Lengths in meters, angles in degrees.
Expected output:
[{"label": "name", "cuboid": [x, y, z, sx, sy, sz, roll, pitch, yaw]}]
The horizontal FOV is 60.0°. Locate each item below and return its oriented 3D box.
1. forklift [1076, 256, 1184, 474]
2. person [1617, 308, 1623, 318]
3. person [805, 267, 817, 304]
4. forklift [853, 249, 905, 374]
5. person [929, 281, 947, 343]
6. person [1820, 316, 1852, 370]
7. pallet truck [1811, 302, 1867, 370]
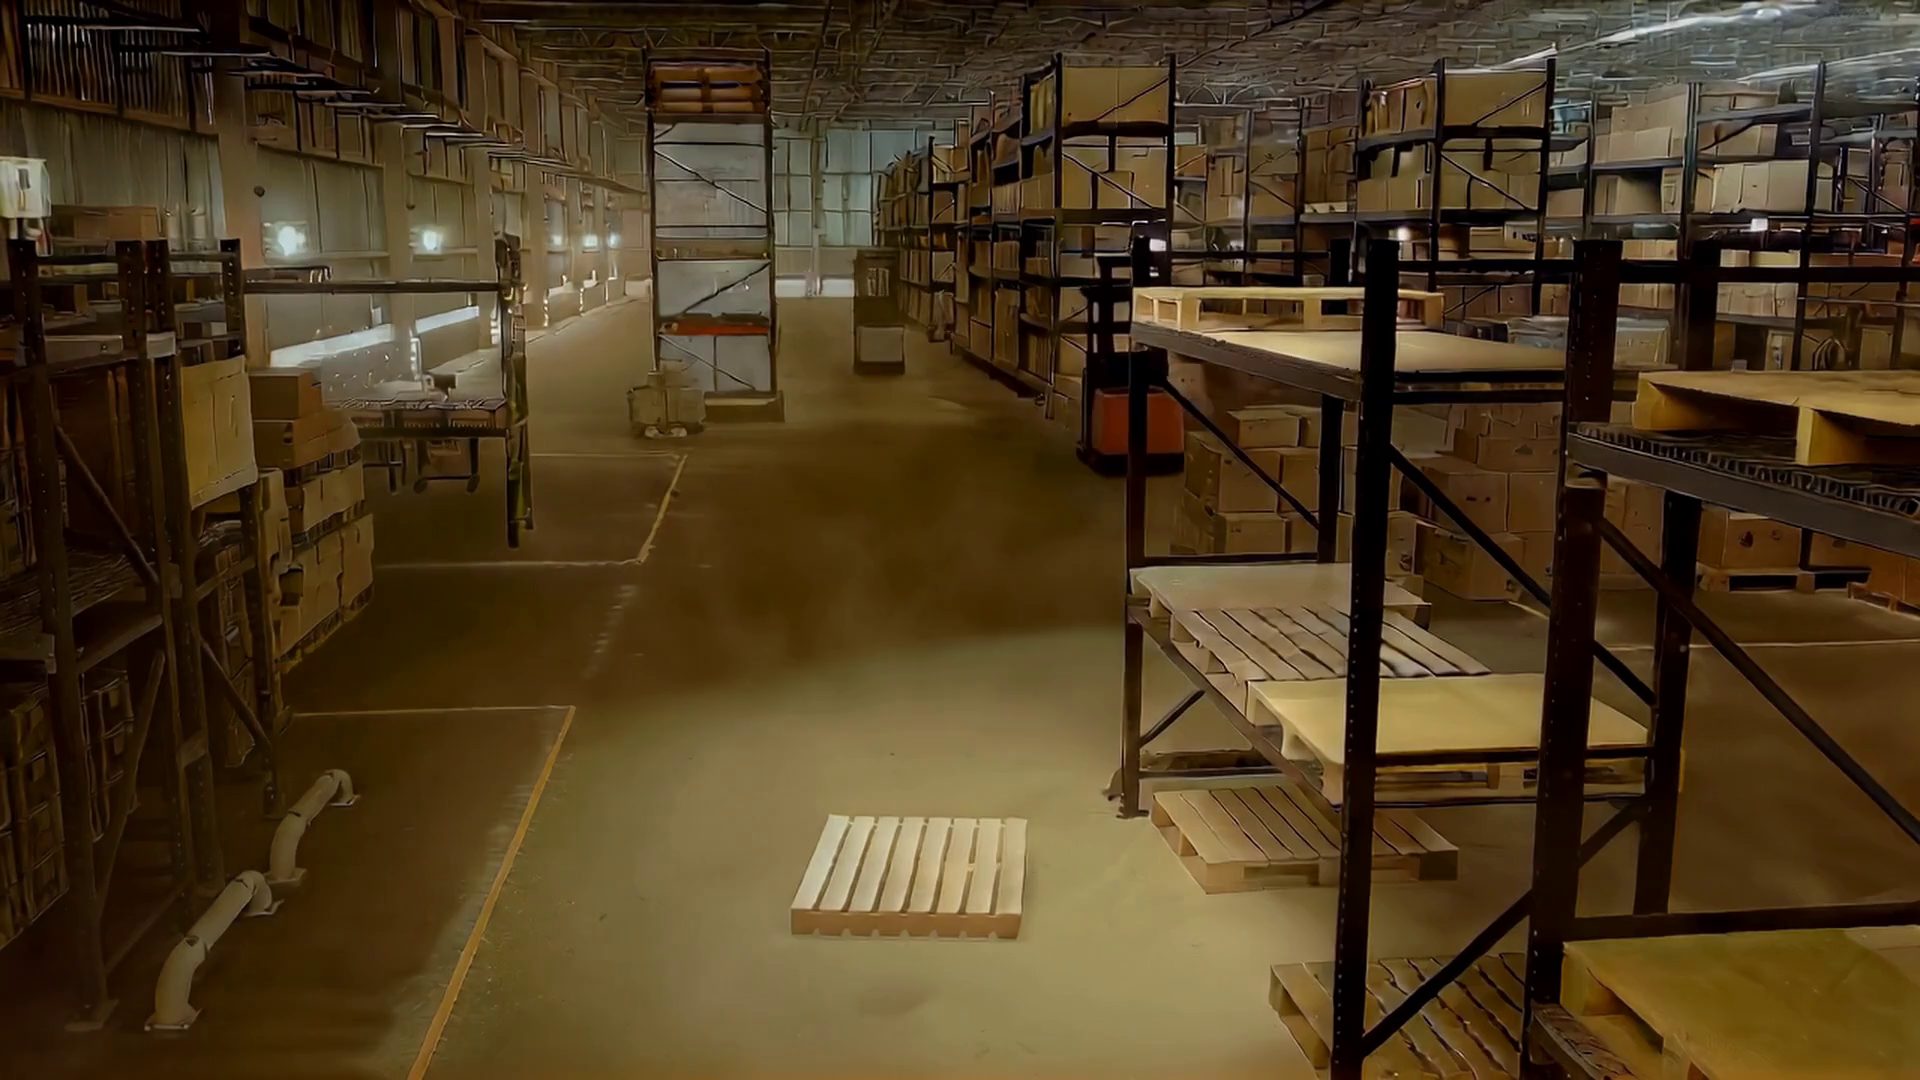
[{"label": "forklift", "cuboid": [2.269, -2.350, 21.953, 1.129, 2.768, 1.873, -1, 10, -6]}, {"label": "person", "cuboid": [11.587, -3.187, 29.474, 0.630, 1.842, 0.429, 10, 14, 43]}, {"label": "person", "cuboid": [-7.100, -12.128, 79.302, 0.717, 1.723, 0.601, -1, 10, -3]}, {"label": "forklift", "cuboid": [-1.870, -5.256, 38.054, 1.129, 2.768, 1.873, -1, 10, -6]}, {"label": "person", "cuboid": [-0.598, -6.759, 49.277, 0.526, 1.830, 0.597, -2, 10, -10]}, {"label": "person", "cuboid": [13.008, -2.371, 24.769, 0.587, 1.911, 0.397, -9, 14, -42]}, {"label": "pallet truck", "cuboid": [15.846, -3.142, 28.793, 1.885, 1.965, 0.823, 2, 10, 12]}]
